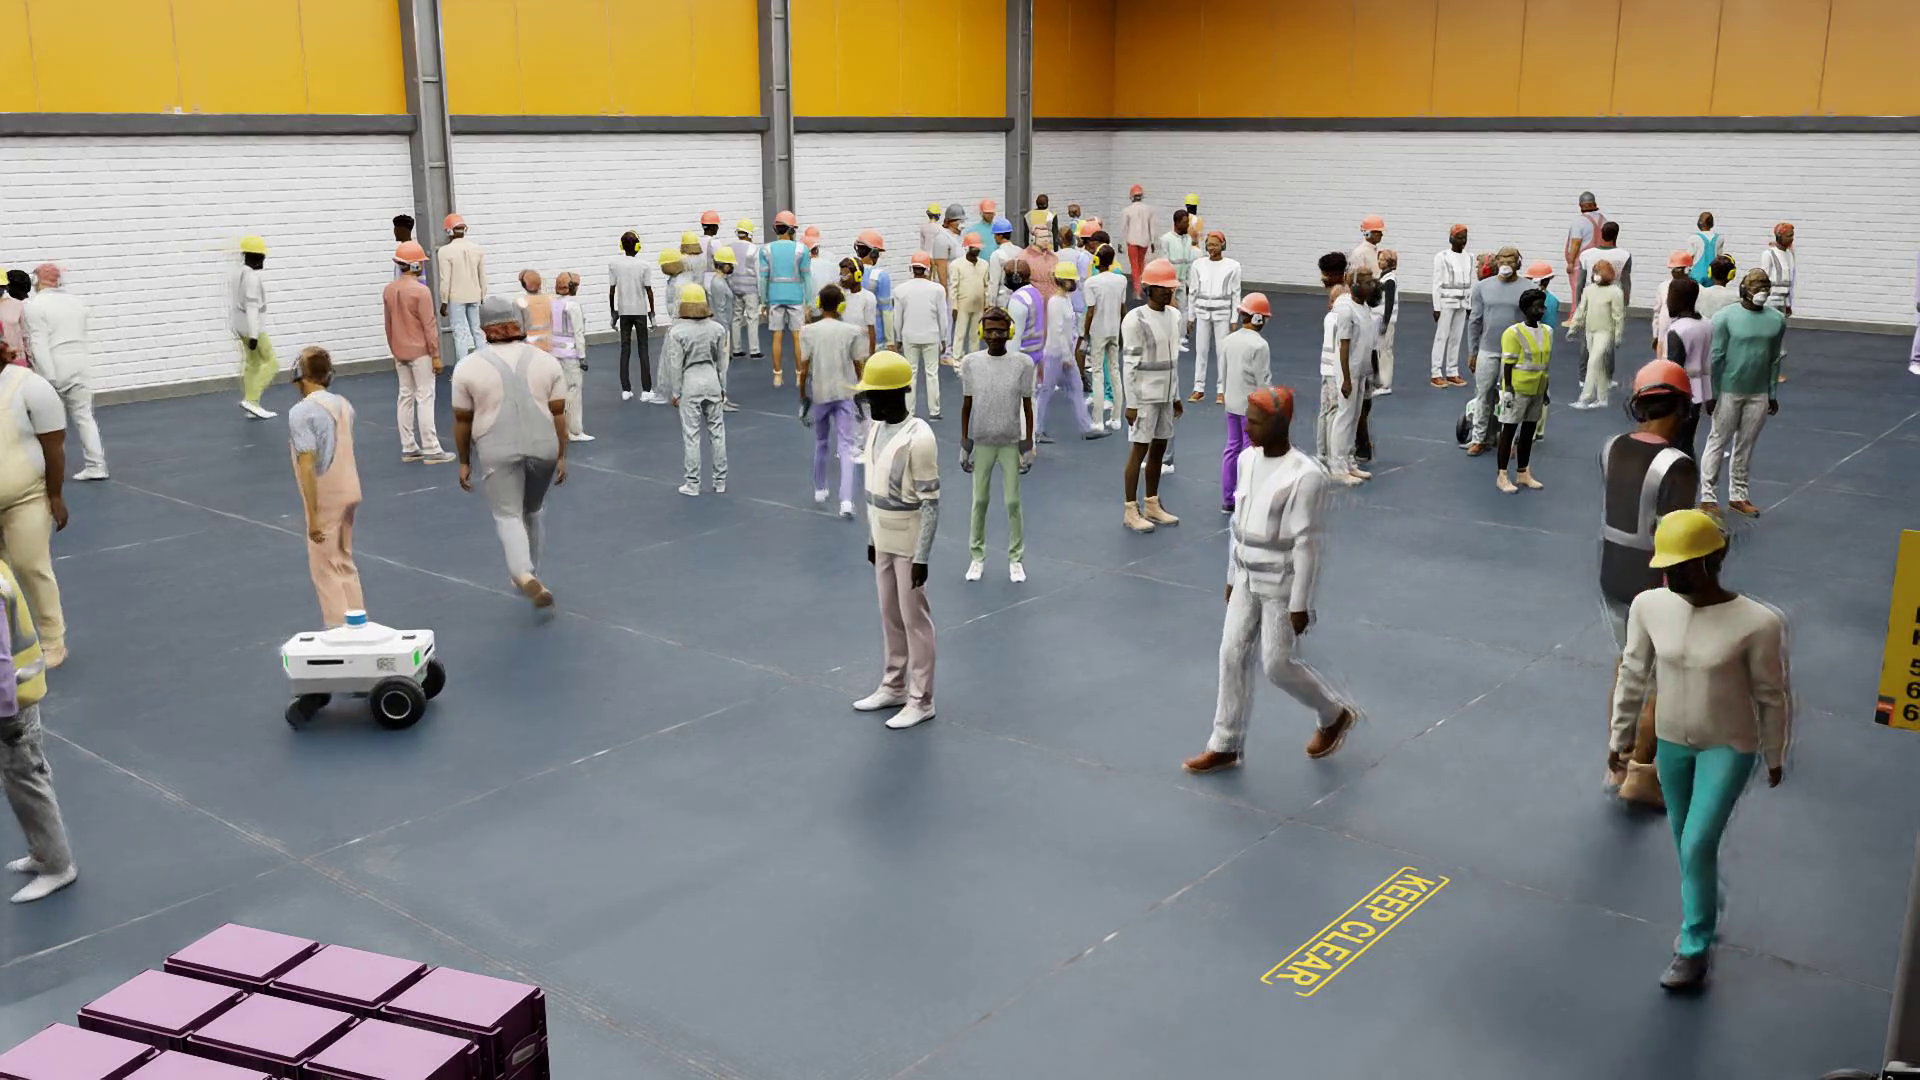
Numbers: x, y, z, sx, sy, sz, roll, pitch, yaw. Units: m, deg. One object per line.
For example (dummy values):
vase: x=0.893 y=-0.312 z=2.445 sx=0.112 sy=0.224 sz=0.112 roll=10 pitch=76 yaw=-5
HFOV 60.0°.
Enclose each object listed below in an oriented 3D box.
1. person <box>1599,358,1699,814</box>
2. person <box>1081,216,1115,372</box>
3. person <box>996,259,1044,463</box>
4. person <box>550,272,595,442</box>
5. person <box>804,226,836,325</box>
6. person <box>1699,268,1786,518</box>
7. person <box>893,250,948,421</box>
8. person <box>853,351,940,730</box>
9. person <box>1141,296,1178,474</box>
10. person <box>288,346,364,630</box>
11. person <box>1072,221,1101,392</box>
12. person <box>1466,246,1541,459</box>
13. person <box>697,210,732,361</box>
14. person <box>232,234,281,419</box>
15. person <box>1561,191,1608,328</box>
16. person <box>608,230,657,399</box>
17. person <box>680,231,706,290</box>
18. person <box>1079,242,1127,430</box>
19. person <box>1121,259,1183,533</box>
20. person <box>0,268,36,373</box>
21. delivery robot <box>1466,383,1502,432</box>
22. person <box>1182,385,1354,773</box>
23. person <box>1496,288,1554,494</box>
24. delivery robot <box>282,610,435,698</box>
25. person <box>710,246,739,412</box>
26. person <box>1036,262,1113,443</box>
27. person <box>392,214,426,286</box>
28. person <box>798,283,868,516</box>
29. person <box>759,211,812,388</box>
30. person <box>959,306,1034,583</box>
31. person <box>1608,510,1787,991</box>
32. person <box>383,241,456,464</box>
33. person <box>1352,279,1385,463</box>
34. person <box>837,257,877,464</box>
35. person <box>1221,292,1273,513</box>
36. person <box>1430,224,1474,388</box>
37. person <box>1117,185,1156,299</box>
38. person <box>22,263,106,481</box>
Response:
person: x=3.106 y=0.202 z=7.416 sx=0.491 sy=2.014 sz=0.644 roll=-3 pitch=14 yaw=-14
person: x=1.638 y=-3.037 z=20.581 sx=0.406 sy=1.906 sz=0.654 roll=-6 pitch=15 yaw=-23
person: x=0.537 y=-1.623 z=15.083 sx=0.429 sy=1.836 sz=0.626 roll=4 pitch=15 yaw=17
person: x=-3.777 y=-1.768 z=16.077 sx=0.313 sy=1.632 sz=0.523 roll=-11 pitch=18 yaw=-36
person: x=-1.867 y=-3.126 z=21.247 sx=0.572 sy=1.748 sz=0.342 roll=-2 pitch=14 yaw=-6
person: x=6.071 y=-1.133 z=12.911 sx=0.628 sy=1.940 sz=0.373 roll=-2 pitch=14 yaw=-9
person: x=-0.398 y=-2.091 z=17.111 sx=0.562 sy=1.752 sz=0.324 roll=1 pitch=14 yaw=5
person: x=-0.319 y=0.000 z=8.411 sx=0.384 sy=1.924 sz=0.589 roll=-8 pitch=16 yaw=-29
person: x=1.748 y=-1.393 z=14.565 sx=0.271 sy=1.632 sz=0.508 roll=-3 pitch=14 yaw=-10
person: x=-3.549 y=-0.161 z=9.306 sx=0.430 sy=1.804 sz=0.695 roll=2 pitch=14 yaw=9
person: x=1.471 y=-2.669 z=19.046 sx=0.368 sy=1.939 sz=0.542 roll=1 pitch=14 yaw=3
person: x=4.961 y=-1.716 z=15.237 sx=0.631 sy=1.939 sz=0.369 roll=6 pitch=15 yaw=22
person: x=-3.208 y=-3.277 z=21.481 sx=0.551 sy=1.934 sz=0.373 roll=12 pitch=18 yaw=40
person: x=-7.281 y=-2.192 z=17.200 sx=0.429 sy=1.907 sz=0.593 roll=-11 pitch=18 yaw=-38
person: x=9.377 y=-4.230 z=25.076 sx=0.680 sy=2.000 sz=0.536 roll=-7 pitch=16 yaw=-26
person: x=-3.630 y=-2.492 z=18.479 sx=0.532 sy=1.869 sz=0.311 roll=2 pitch=14 yaw=6
person: x=-3.270 y=-2.898 z=20.362 sx=0.293 sy=1.742 sz=0.487 roll=4 pitch=15 yaw=15
person: x=1.427 y=-2.014 z=16.588 sx=0.519 sy=1.862 sz=0.326 roll=-8 pitch=16 yaw=-28
person: x=1.475 y=-1.083 z=12.495 sx=0.384 sy=2.041 sz=0.615 roll=14 pitch=19 yaw=43
person: x=-8.797 y=-1.648 z=15.332 sx=0.525 sy=1.760 sz=0.341 roll=-12 pitch=19 yaw=-41
delivery robot: x=5.157 y=-1.278 z=16.103 sx=0.477 sy=0.478 sz=0.707 roll=9 pitch=16 yaw=31
person: x=1.471 y=0.192 z=7.789 sx=0.781 sy=1.863 sz=0.602 roll=-6 pitch=15 yaw=-24
person: x=4.704 y=-1.241 z=13.830 sx=0.535 sy=1.697 sz=0.318 roll=-8 pitch=16 yaw=-29
delivery robot: x=-3.098 y=0.604 z=8.582 sx=0.707 sy=0.478 sz=0.477 roll=-1 pitch=14 yaw=-3
person: x=-2.507 y=-2.233 z=17.680 sx=0.342 sy=1.757 sz=0.534 roll=-2 pitch=14 yaw=-7
person: x=1.058 y=-1.765 z=15.851 sx=0.831 sy=1.736 sz=0.532 roll=5 pitch=15 yaw=20
person: x=-6.606 y=-2.921 z=19.997 sx=0.363 sy=1.965 sz=0.610 roll=-1 pitch=14 yaw=-4
person: x=-1.001 y=-1.113 z=13.112 sx=0.547 sy=1.810 sz=0.956 roll=0 pitch=14 yaw=-1
person: x=-2.013 y=-2.783 z=19.308 sx=0.613 sy=2.033 sz=0.398 roll=1 pitch=14 yaw=3
person: x=0.242 y=-0.630 z=11.071 sx=0.499 sy=1.861 sz=0.333 roll=2 pitch=14 yaw=8
person: x=2.610 y=0.728 z=5.901 sx=0.704 sy=1.723 sz=0.540 roll=-11 pitch=18 yaw=-38
person: x=-4.896 y=-1.681 z=14.980 sx=0.608 sy=1.996 sz=0.382 roll=9 pitch=17 yaw=32
person: x=3.606 y=-1.541 z=15.102 sx=0.356 sy=1.664 sz=0.611 roll=-5 pitch=15 yaw=-19
person: x=-0.928 y=-1.621 z=15.036 sx=0.337 sy=1.857 sz=0.524 roll=-10 pitch=17 yaw=-34
person: x=2.252 y=-1.043 z=12.927 sx=0.333 sy=1.749 sz=0.563 roll=-7 pitch=15 yaw=-25
person: x=5.742 y=-2.722 z=19.367 sx=0.584 sy=1.882 sz=0.345 roll=-8 pitch=16 yaw=-28
person: x=3.064 y=-5.249 z=29.317 sx=0.644 sy=1.949 sz=0.957 roll=-4 pitch=15 yaw=-16
person: x=-7.719 y=-1.429 z=14.264 sx=0.751 sy=1.856 sz=0.647 roll=5 pitch=15 yaw=18
